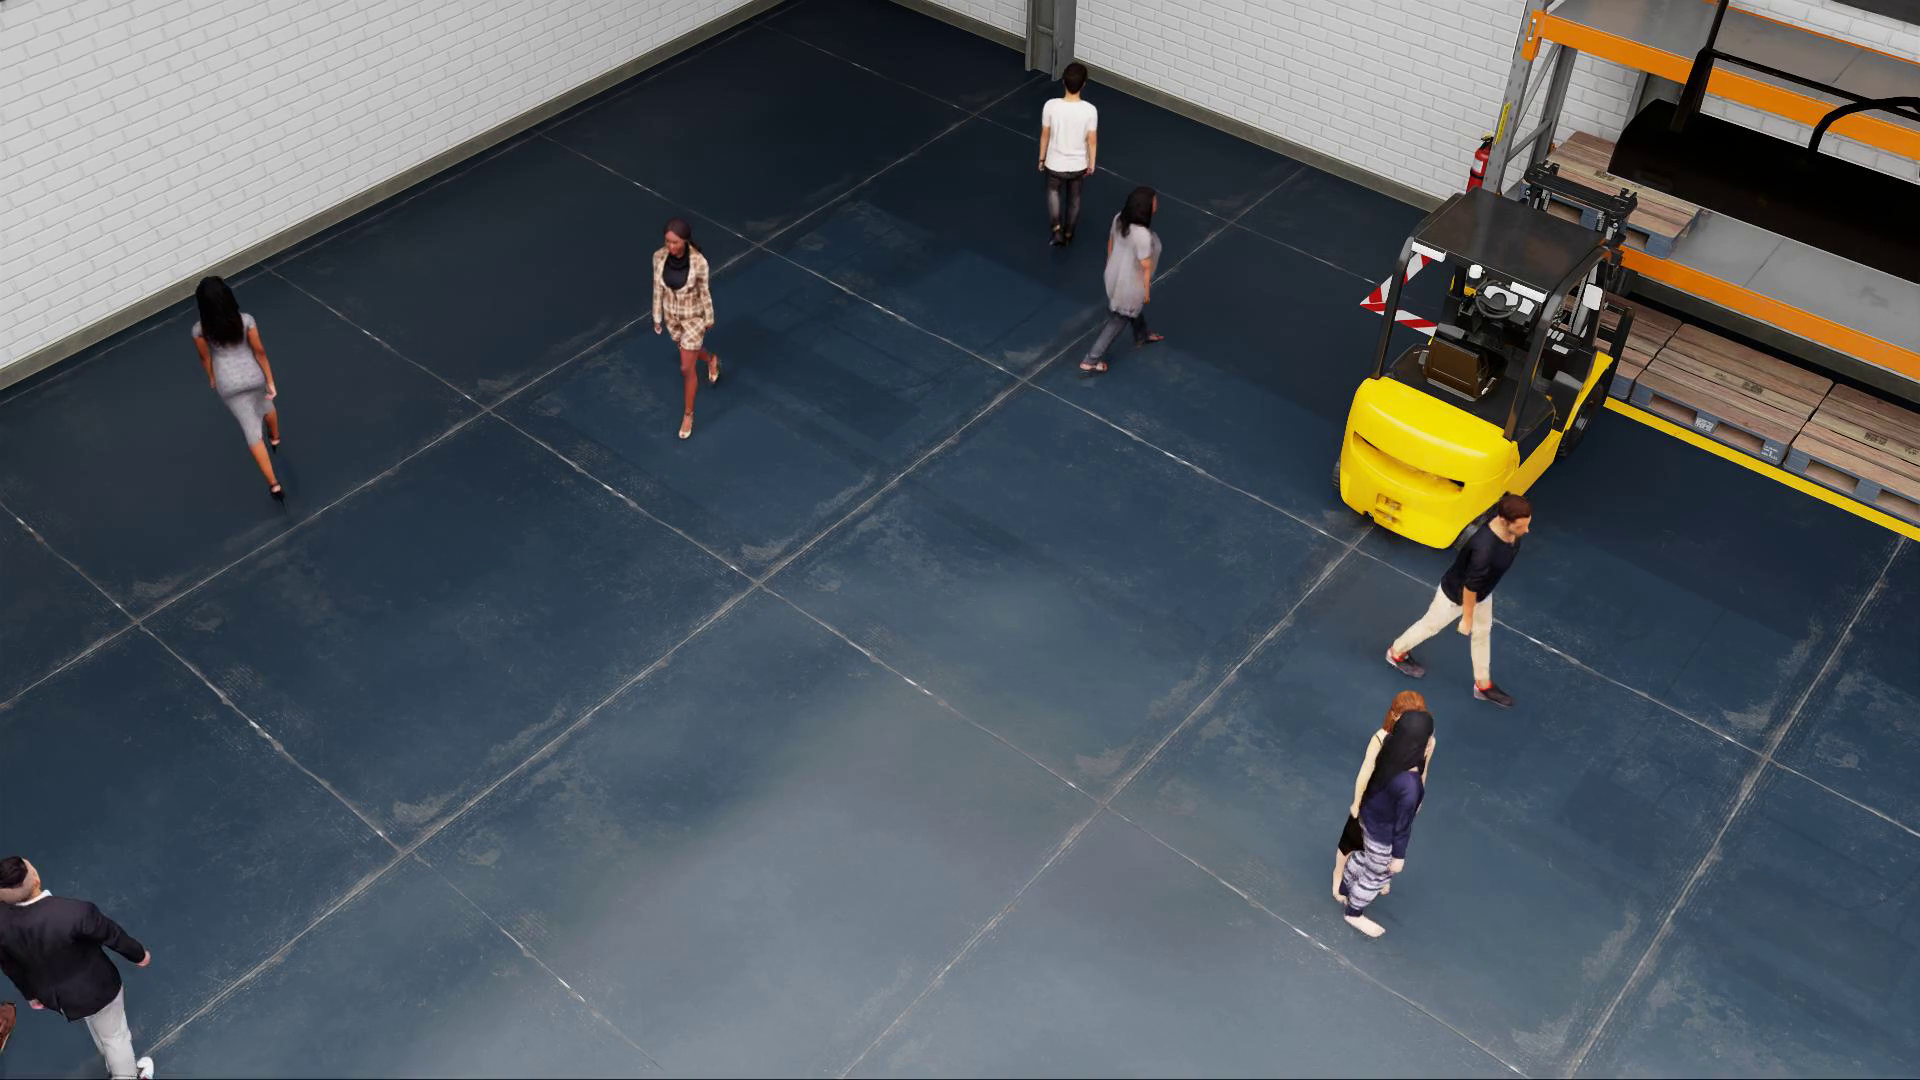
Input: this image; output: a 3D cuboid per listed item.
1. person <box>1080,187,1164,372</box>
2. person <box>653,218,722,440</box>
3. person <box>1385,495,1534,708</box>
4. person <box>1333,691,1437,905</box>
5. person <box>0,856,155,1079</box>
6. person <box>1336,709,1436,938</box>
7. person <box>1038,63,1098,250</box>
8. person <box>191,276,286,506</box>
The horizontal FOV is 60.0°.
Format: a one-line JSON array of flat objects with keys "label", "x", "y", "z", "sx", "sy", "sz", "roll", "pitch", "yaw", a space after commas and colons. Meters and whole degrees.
[{"label": "person", "x": 1.243, "y": -1.993, "z": 12.935, "sx": 0.973, "sy": 1.566, "sz": 1.097, "roll": -18, "pitch": 46, "yaw": -18}, {"label": "person", "x": -2.032, "y": -1.678, "z": 12.468, "sx": 1.097, "sy": 1.753, "sz": 0.893, "roll": 14, "pitch": 45, "yaw": 15}, {"label": "person", "x": 3.082, "y": 0.275, "z": 10.395, "sx": 1.094, "sy": 1.785, "sz": 0.695, "roll": 30, "pitch": 51, "yaw": 27}, {"label": "person", "x": 2.382, "y": 1.422, "z": 9.308, "sx": 0.670, "sy": 1.624, "sz": 0.723, "roll": -6, "pitch": 44, "yaw": -7}, {"label": "person", "x": -4.386, "y": 2.250, "z": 8.215, "sx": 0.878, "sy": 1.933, "sz": 0.940, "roll": -2, "pitch": 44, "yaw": -2}, {"label": "person", "x": 2.316, "y": 1.538, "z": 9.111, "sx": 0.741, "sy": 1.729, "sz": 0.692, "roll": 0, "pitch": 44, "yaw": 0}, {"label": "person", "x": 0.895, "y": -3.186, "z": 14.082, "sx": 0.819, "sy": 1.712, "sz": 0.880, "roll": 3, "pitch": 44, "yaw": 3}, {"label": "person", "x": -5.074, "y": -1.030, "z": 11.803, "sx": 0.855, "sy": 1.734, "sz": 1.191, "roll": -21, "pitch": 47, "yaw": -20}]
